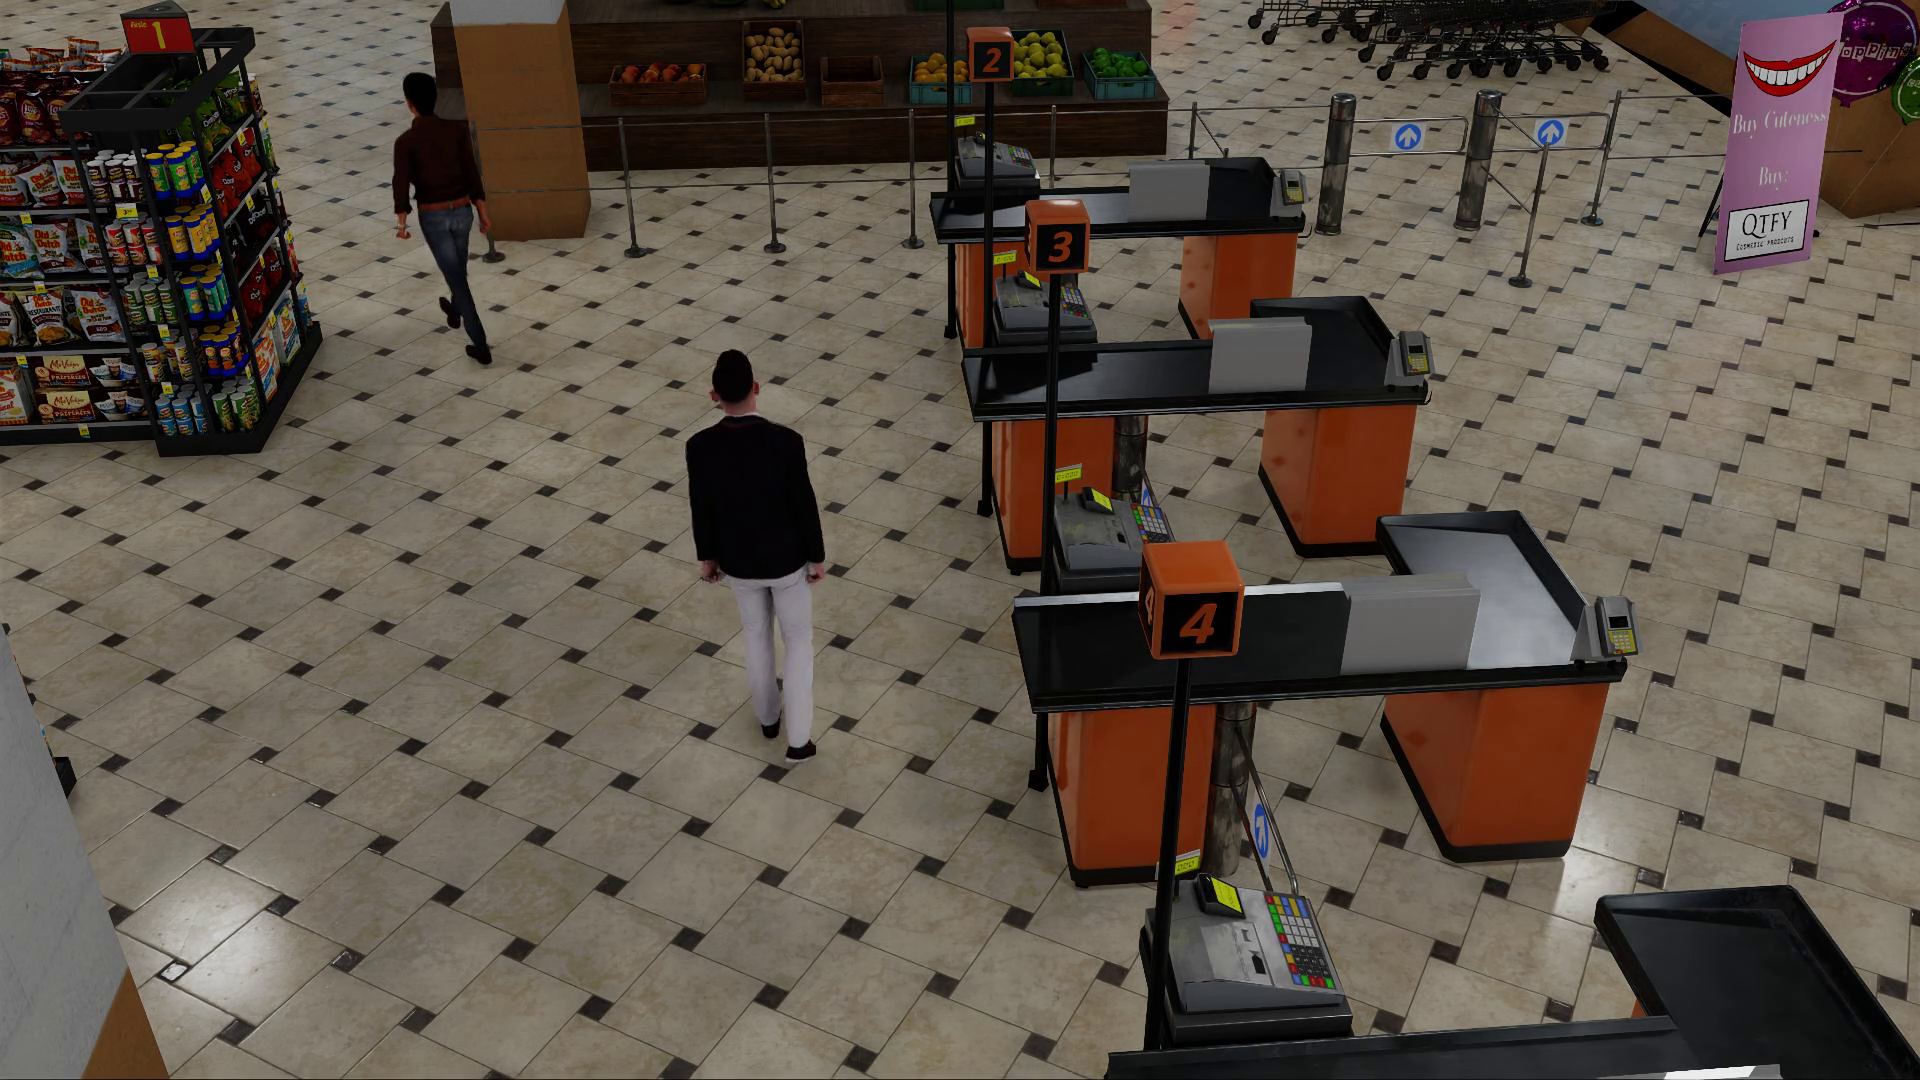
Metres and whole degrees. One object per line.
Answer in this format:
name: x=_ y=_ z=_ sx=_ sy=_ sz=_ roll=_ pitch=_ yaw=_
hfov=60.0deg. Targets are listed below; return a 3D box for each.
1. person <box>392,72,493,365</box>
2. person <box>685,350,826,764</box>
person: x=-3.061 y=-1.898 z=10.062 sx=1.108 sy=1.742 sz=1.121 roll=-26 pitch=40 yaw=-35
person: x=-0.789 y=0.103 z=6.762 sx=0.804 sy=1.830 sz=0.842 roll=8 pitch=33 yaw=13
